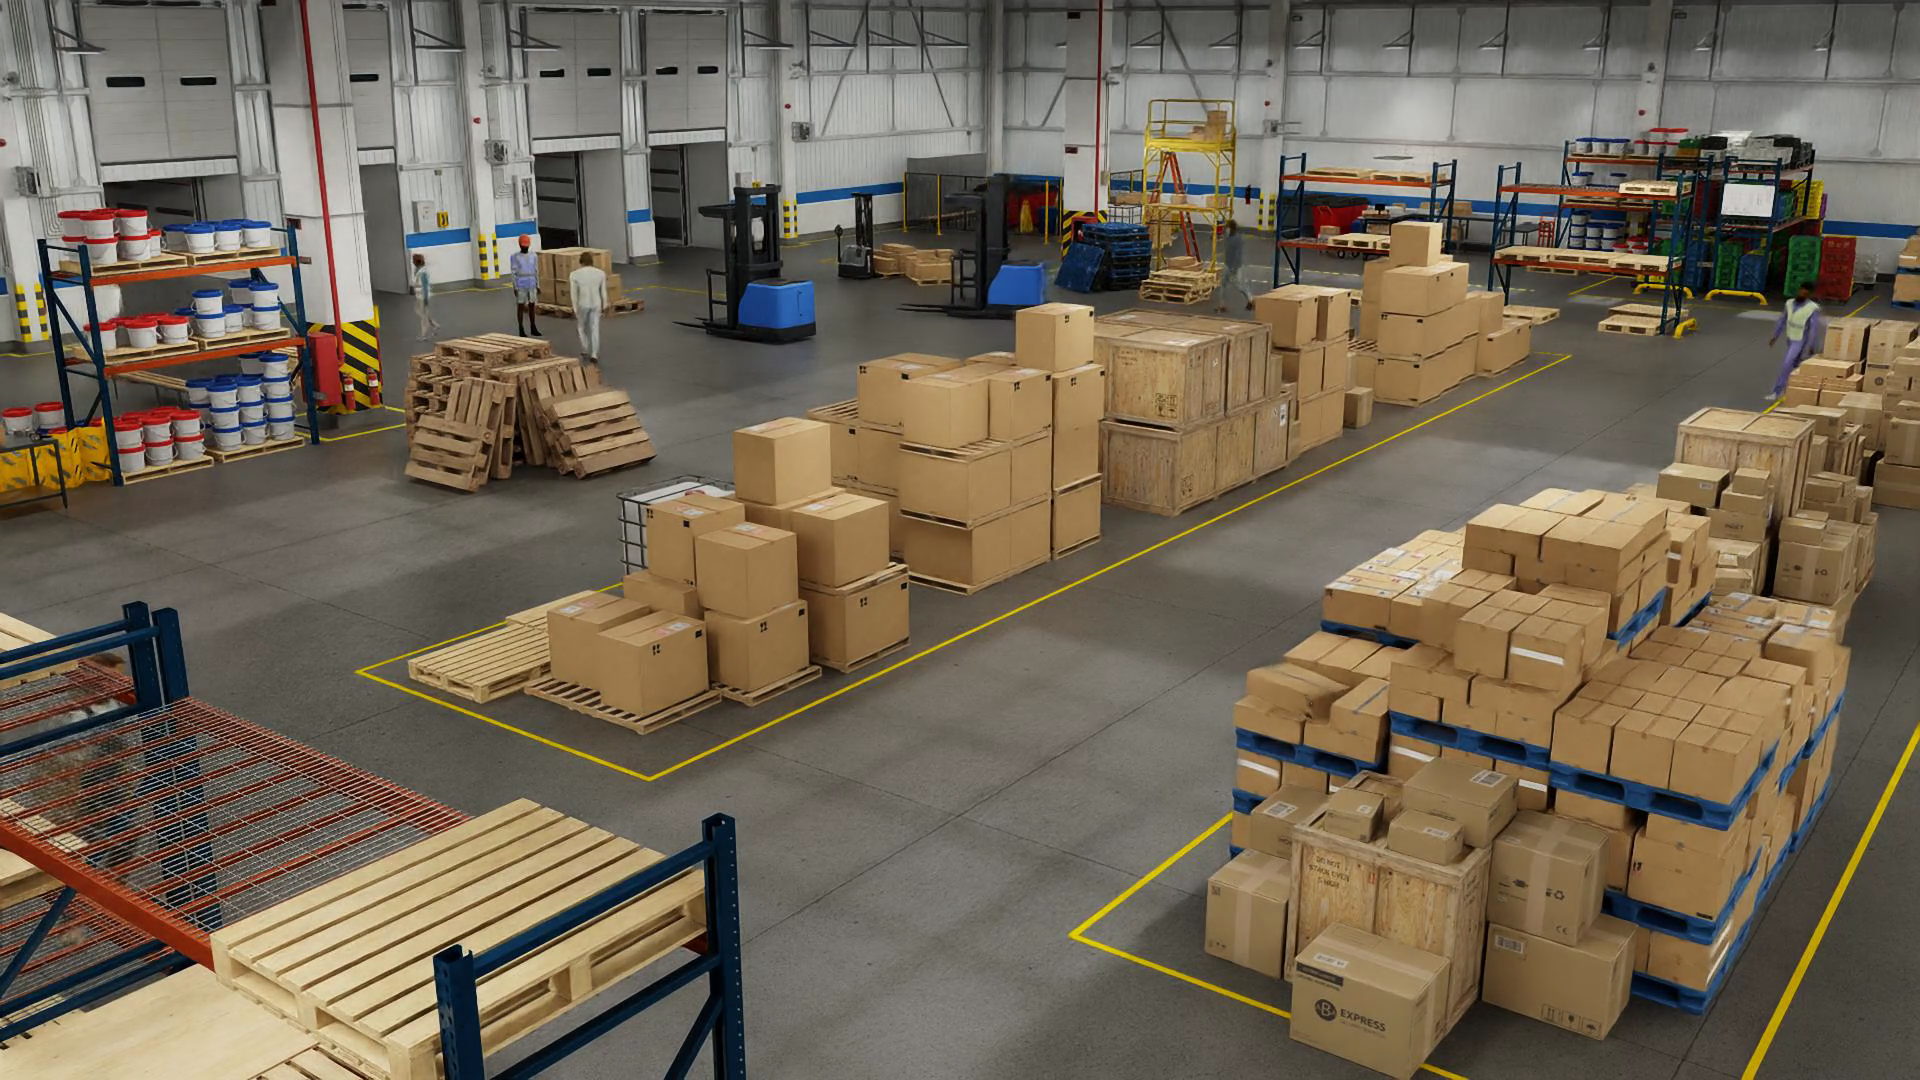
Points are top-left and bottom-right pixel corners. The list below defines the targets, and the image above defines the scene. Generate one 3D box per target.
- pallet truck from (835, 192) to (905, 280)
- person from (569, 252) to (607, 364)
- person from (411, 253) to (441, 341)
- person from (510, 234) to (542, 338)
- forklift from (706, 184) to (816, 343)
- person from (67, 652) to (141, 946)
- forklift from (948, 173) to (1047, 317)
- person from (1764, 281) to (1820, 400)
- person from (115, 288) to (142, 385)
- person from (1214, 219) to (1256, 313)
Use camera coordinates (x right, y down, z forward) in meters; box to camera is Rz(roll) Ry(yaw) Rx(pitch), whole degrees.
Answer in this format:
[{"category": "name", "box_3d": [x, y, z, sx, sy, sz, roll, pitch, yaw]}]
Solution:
[{"category": "pallet truck", "box_3d": [-1.936, -7.159, 38.982, 1.885, 1.965, 0.823, -12, 21, -34]}, {"category": "person", "box_3d": [-6.450, -4.053, 28.864, 0.647, 1.892, 0.968, -7, 18, -22]}, {"category": "person", "box_3d": [-9.929, -4.501, 30.798, 0.413, 1.624, 0.536, -10, 20, -30]}, {"category": "person", "box_3d": [-8.120, -4.766, 31.178, 0.543, 1.928, 0.372, -13, 21, -37]}, {"category": "forklift", "box_3d": [-3.717, -5.181, 30.929, 1.873, 2.768, 1.129, 12, 21, 35]}, {"category": "person", "box_3d": [-5.379, 1.600, 10.332, 0.454, 1.806, 0.699, 1, 17, 3]}, {"category": "forklift", "box_3d": [0.771, -5.916, 33.364, 1.873, 2.768, 1.129, 3, 17, 10]}, {"category": "person", "box_3d": [13.007, -3.094, 25.763, 0.951, 1.860, 0.626, -4, 17, -13]}, {"category": "person", "box_3d": [-13.386, -3.396, 26.733, 0.455, 1.866, 0.616, -13, 21, -38]}, {"category": "person", "box_3d": [5.648, -5.603, 33.994, 0.852, 1.910, 0.633, -9, 19, -28]}]
